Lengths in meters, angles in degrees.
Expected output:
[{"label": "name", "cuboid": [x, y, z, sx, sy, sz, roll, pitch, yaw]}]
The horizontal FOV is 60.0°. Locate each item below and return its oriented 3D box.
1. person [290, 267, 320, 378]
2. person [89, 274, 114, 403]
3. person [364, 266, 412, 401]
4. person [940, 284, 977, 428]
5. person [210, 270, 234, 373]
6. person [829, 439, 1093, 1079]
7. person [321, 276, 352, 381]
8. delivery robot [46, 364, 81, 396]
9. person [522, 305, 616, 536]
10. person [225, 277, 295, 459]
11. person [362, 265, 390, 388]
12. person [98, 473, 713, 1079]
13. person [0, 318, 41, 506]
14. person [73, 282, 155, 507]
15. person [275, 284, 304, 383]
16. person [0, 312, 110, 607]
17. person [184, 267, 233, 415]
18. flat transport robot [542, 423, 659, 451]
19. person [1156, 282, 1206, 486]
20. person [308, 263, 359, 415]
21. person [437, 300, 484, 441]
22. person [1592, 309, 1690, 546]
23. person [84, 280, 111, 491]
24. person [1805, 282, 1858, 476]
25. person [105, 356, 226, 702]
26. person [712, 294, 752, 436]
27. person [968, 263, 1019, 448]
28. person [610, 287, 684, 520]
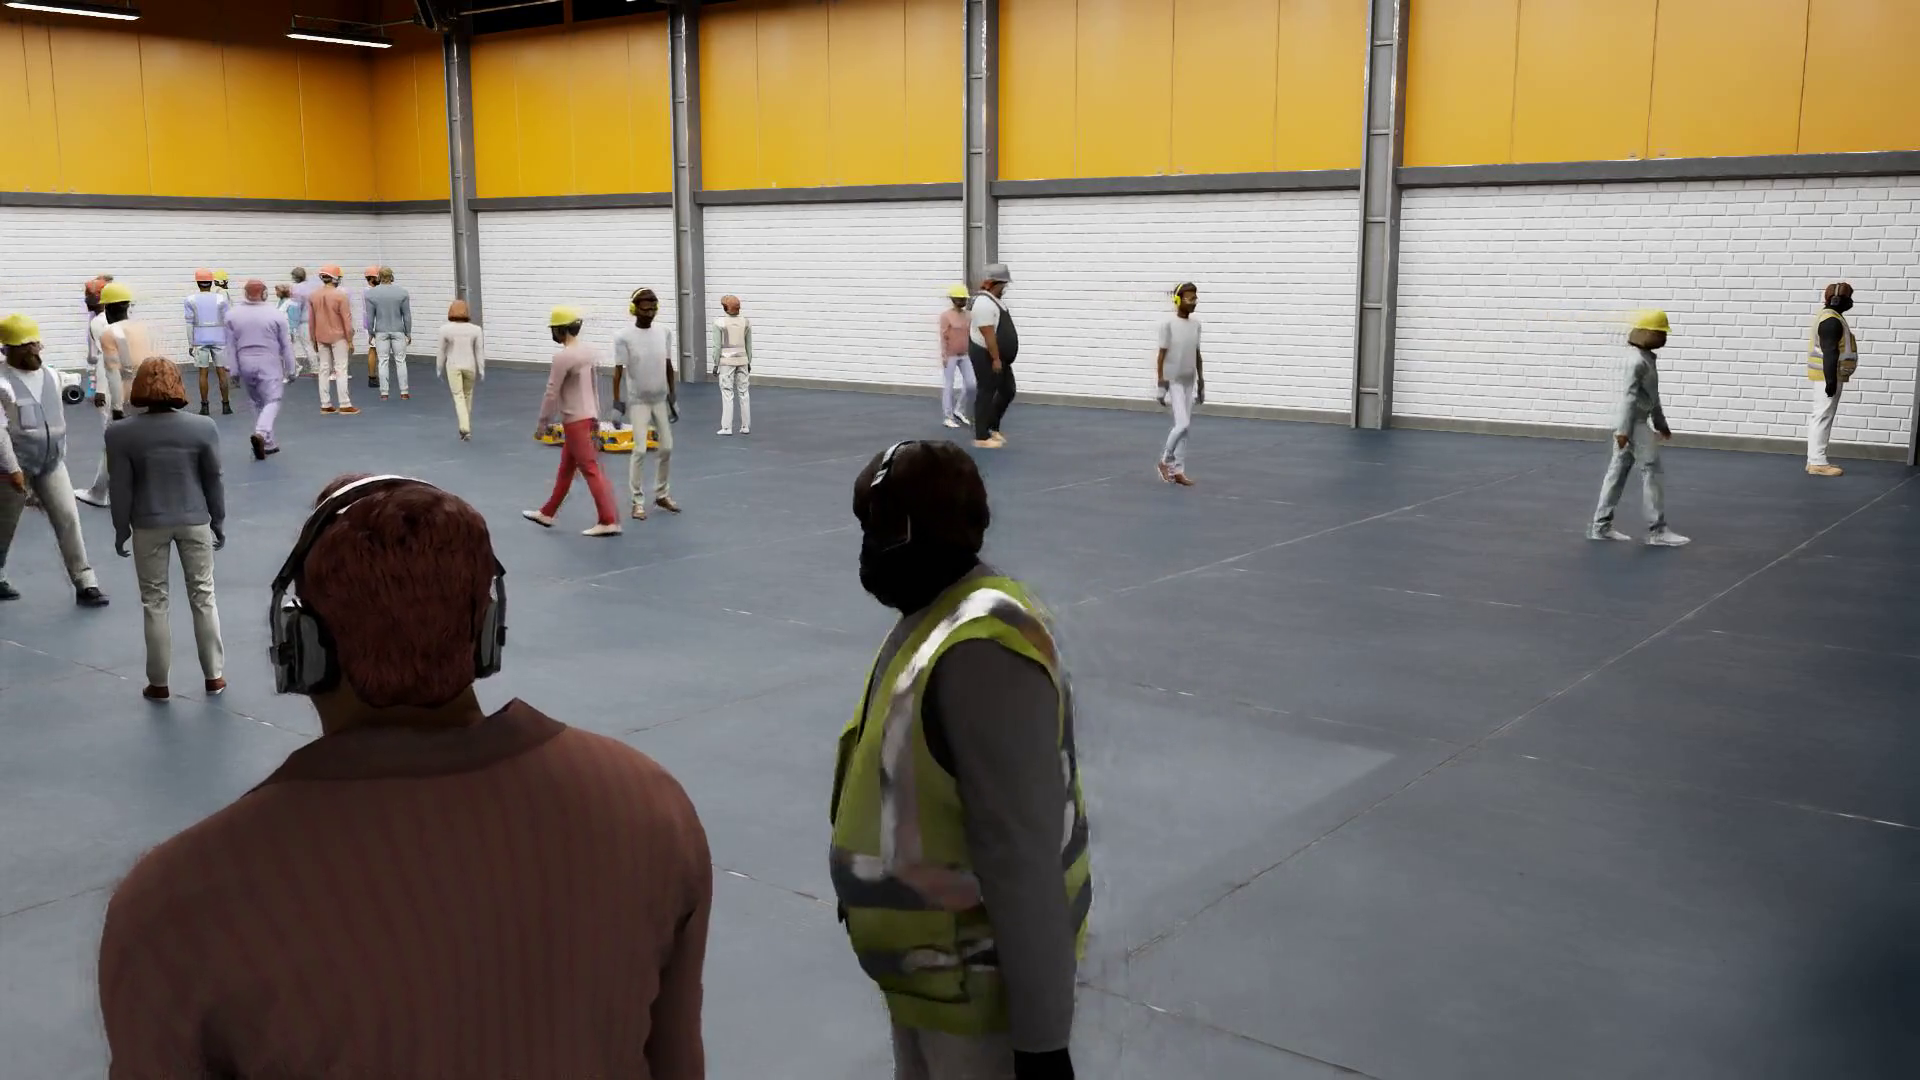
[{"label": "person", "cuboid": [-11.122, -3.691, 28.313, 0.372, 1.906, 0.692, 1, 10, 7]}, {"label": "person", "cuboid": [-11.825, -2.748, 23.045, 0.463, 1.853, 0.590, -4, 11, -22]}, {"label": "person", "cuboid": [-8.234, -2.971, 24.004, 0.627, 1.938, 0.372, -3, 10, -17]}, {"label": "person", "cuboid": [-0.036, -2.236, 20.274, 0.540, 1.756, 0.388, -7, 12, -37]}, {"label": "person", "cuboid": [-13.091, -3.873, 29.559, 0.600, 1.832, 0.404, 9, 13, 42]}, {"label": "person", "cuboid": [0.011, 0.750, 2.766, 0.433, 1.810, 0.763, -2, 10, -13]}, {"label": "person", "cuboid": [-10.509, -3.603, 27.798, 0.597, 1.897, 0.803, 7, 12, 34]}, {"label": "delivery robot", "cuboid": [-12.803, -2.231, 23.438, 0.707, 0.478, 0.477, -7, 12, -35]}, {"label": "person", "cuboid": [-2.988, -0.887, 12.473, 0.902, 1.721, 0.537, 2, 10, 12]}, {"label": "person", "cuboid": [-7.270, -1.786, 17.294, 0.648, 1.875, 0.855, 0, 10, -2]}, {"label": "person", "cuboid": [-9.306, -3.393, 26.454, 0.364, 1.939, 0.542, -4, 10, -20]}, {"label": "person", "cuboid": [-0.549, 0.880, 1.787, 0.439, 1.892, 0.651, 9, 13, 43]}, {"label": "person", "cuboid": [-8.059, -1.198, 13.799, 0.949, 1.900, 0.637, 0, 10, -1]}, {"label": "person", "cuboid": [-6.919, -1.188, 13.806, 0.997, 1.869, 0.617, 2, 10, 14]}, {"label": "person", "cuboid": [-11.046, -3.386, 27.295, 0.530, 1.626, 0.437, 9, 13, 41]}, {"label": "person", "cuboid": [-5.612, -0.476, 9.984, 0.942, 1.781, 0.580, 5, 11, 28]}, {"label": "person", "cuboid": [-9.883, -2.612, 21.897, 0.545, 1.942, 0.353, -5, 11, -25]}, {"label": "flat transport robot", "cuboid": [-3.895, -1.146, 18.223, 1.431, 0.197, 0.652, 8, 13, 40]}, {"label": "person", "cuboid": [2.032, -1.405, 15.116, 0.547, 1.855, 0.385, -8, 12, -38]}, {"label": "person", "cuboid": [-8.269, -2.648, 21.958, 0.623, 1.989, 0.400, 3, 10, 15]}, {"label": "person", "cuboid": [-5.696, -1.938, 18.986, 0.510, 1.593, 0.833, -5, 11, -28]}, {"label": "person", "cuboid": [5.023, -0.811, 12.094, 0.778, 1.709, 0.492, 4, 11, 23]}, {"label": "person", "cuboid": [-7.600, -1.376, 14.869, 0.337, 1.882, 0.584, -2, 10, -10]}, {"label": "person", "cuboid": [8.372, -1.546, 15.985, 0.429, 1.842, 0.636, 4, 11, 23]}, {"label": "person", "cuboid": [-3.743, -0.050, 7.882, 0.500, 1.633, 0.280, -6, 11, -32]}, {"label": "person", "cuboid": [-2.653, -2.039, 19.428, 0.514, 1.645, 0.309, -7, 12, -36]}, {"label": "person", "cuboid": [0.365, -2.006, 18.085, 0.541, 2.000, 0.680, 3, 10, 16]}, {"label": "person", "cuboid": [-2.519, -1.097, 13.348, 0.659, 1.849, 0.508, -7, 12, -36]}]
